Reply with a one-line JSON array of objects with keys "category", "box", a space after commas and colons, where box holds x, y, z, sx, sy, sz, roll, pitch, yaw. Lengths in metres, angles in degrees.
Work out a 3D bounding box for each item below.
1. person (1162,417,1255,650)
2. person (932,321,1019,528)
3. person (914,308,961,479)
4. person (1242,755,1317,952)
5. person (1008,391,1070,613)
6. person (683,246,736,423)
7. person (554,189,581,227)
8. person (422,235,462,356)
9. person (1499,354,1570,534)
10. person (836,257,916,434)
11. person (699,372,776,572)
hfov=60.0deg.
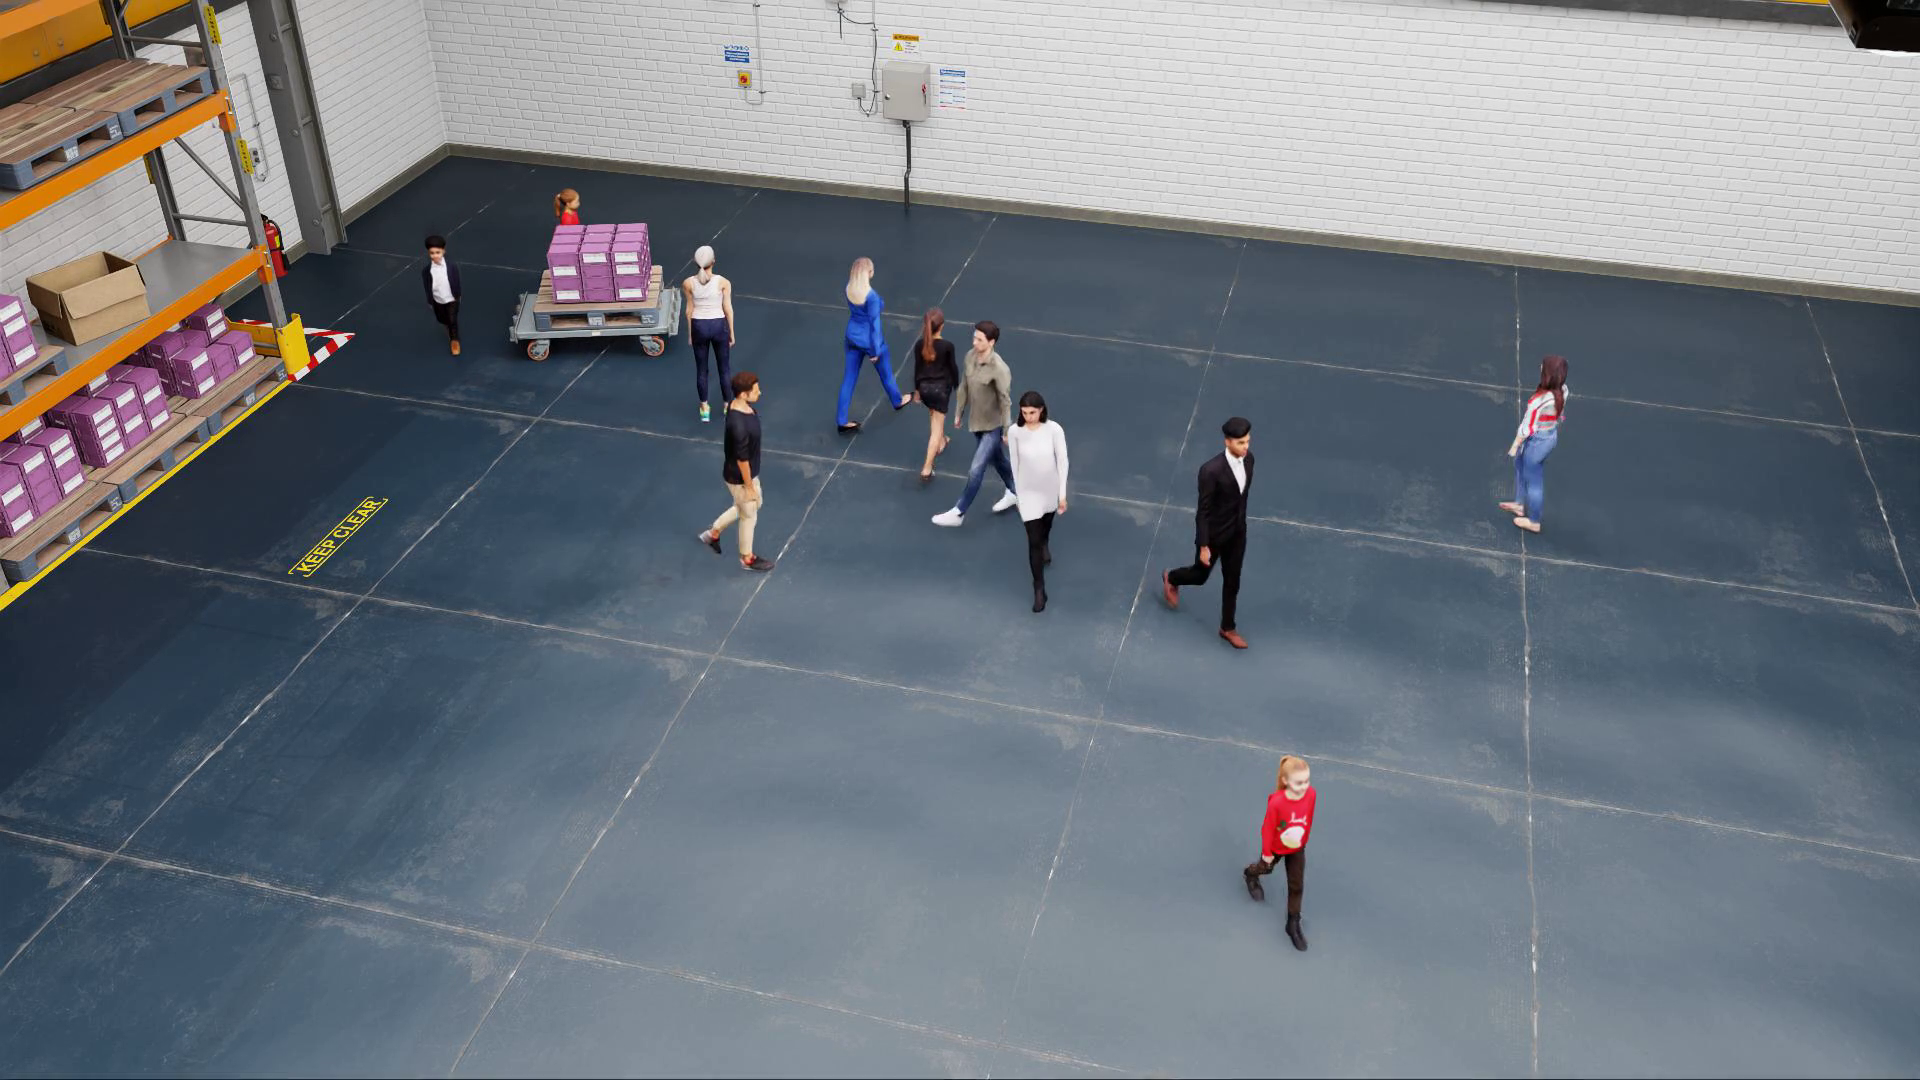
[{"category": "person", "box": [1.888, -0.115, 12.455, 1.195, 1.858, 1.220, -21, 39, -28]}, {"category": "person", "box": [0.299, -0.973, 13.784, 1.259, 1.816, 1.180, -19, 38, -26]}, {"category": "person", "box": [-0.233, -1.262, 14.483, 0.550, 1.523, 1.040, 9, 35, 13]}, {"category": "person", "box": [1.939, 1.810, 10.099, 0.804, 1.261, 0.974, -10, 35, -15]}, {"category": "person", "box": [0.639, -0.419, 13.011, 0.859, 1.748, 1.275, -1, 34, -2]}, {"category": "person", "box": [-2.292, -1.889, 15.264, 0.657, 1.702, 0.644, -3, 34, -4]}, {"category": "person", "box": [-4.110, -3.046, 17.384, 0.739, 1.283, 0.871, -2, 34, -2]}, {"category": "person", "box": [-5.144, -2.475, 16.589, 0.703, 1.213, 0.843, -7, 34, -11]}, {"category": "person", "box": [4.829, -0.762, 13.660, 0.759, 1.602, 0.827, -28, 43, -35]}, {"category": "person", "box": [-0.937, -1.729, 15.062, 0.993, 1.659, 1.202, 29, 43, 36]}, {"category": "person", "box": [-1.799, -0.513, 13.080, 0.893, 1.829, 0.878, -4, 34, -6]}]
